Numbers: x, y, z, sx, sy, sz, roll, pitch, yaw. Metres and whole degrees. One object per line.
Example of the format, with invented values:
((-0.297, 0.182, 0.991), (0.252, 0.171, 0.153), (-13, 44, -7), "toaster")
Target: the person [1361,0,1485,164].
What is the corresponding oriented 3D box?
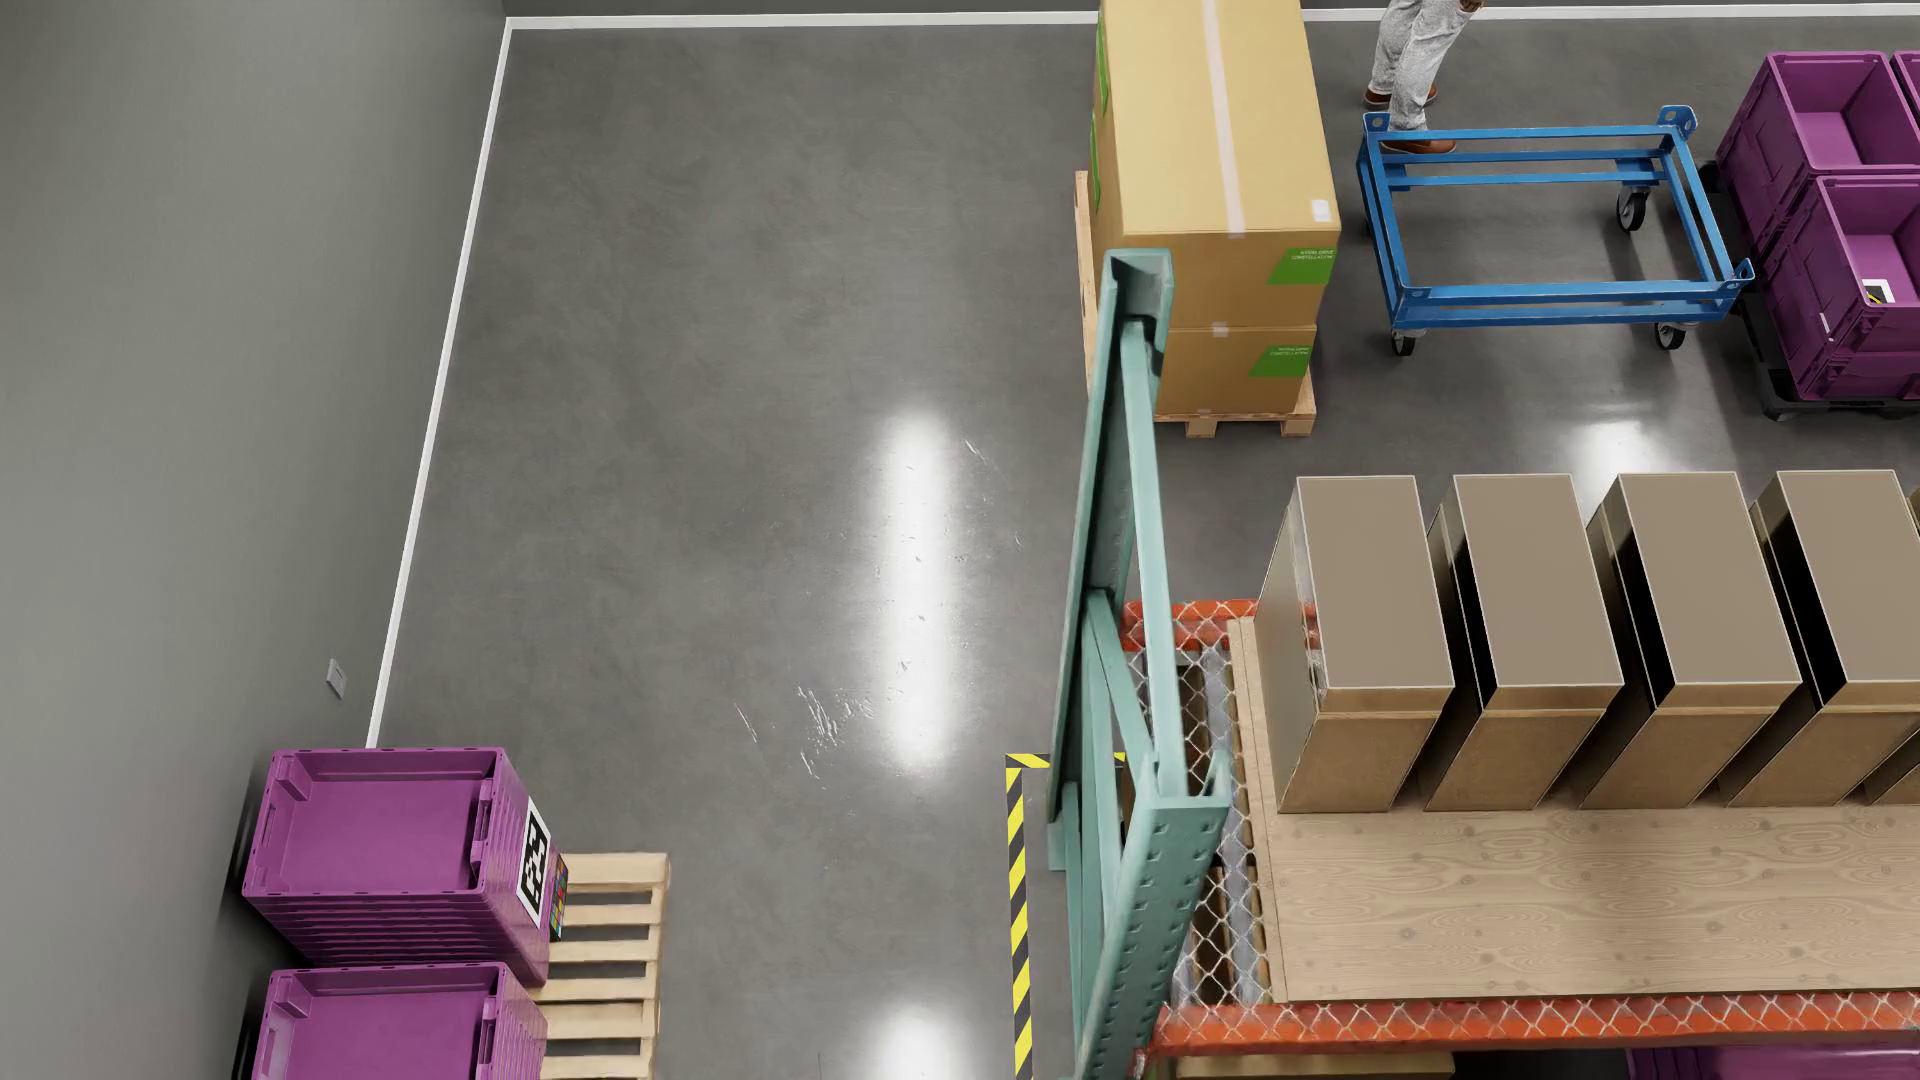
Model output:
((1.831, -2.239, 6.075), (0.355, 1.938, 0.636), (-3, 58, -2), "person")
